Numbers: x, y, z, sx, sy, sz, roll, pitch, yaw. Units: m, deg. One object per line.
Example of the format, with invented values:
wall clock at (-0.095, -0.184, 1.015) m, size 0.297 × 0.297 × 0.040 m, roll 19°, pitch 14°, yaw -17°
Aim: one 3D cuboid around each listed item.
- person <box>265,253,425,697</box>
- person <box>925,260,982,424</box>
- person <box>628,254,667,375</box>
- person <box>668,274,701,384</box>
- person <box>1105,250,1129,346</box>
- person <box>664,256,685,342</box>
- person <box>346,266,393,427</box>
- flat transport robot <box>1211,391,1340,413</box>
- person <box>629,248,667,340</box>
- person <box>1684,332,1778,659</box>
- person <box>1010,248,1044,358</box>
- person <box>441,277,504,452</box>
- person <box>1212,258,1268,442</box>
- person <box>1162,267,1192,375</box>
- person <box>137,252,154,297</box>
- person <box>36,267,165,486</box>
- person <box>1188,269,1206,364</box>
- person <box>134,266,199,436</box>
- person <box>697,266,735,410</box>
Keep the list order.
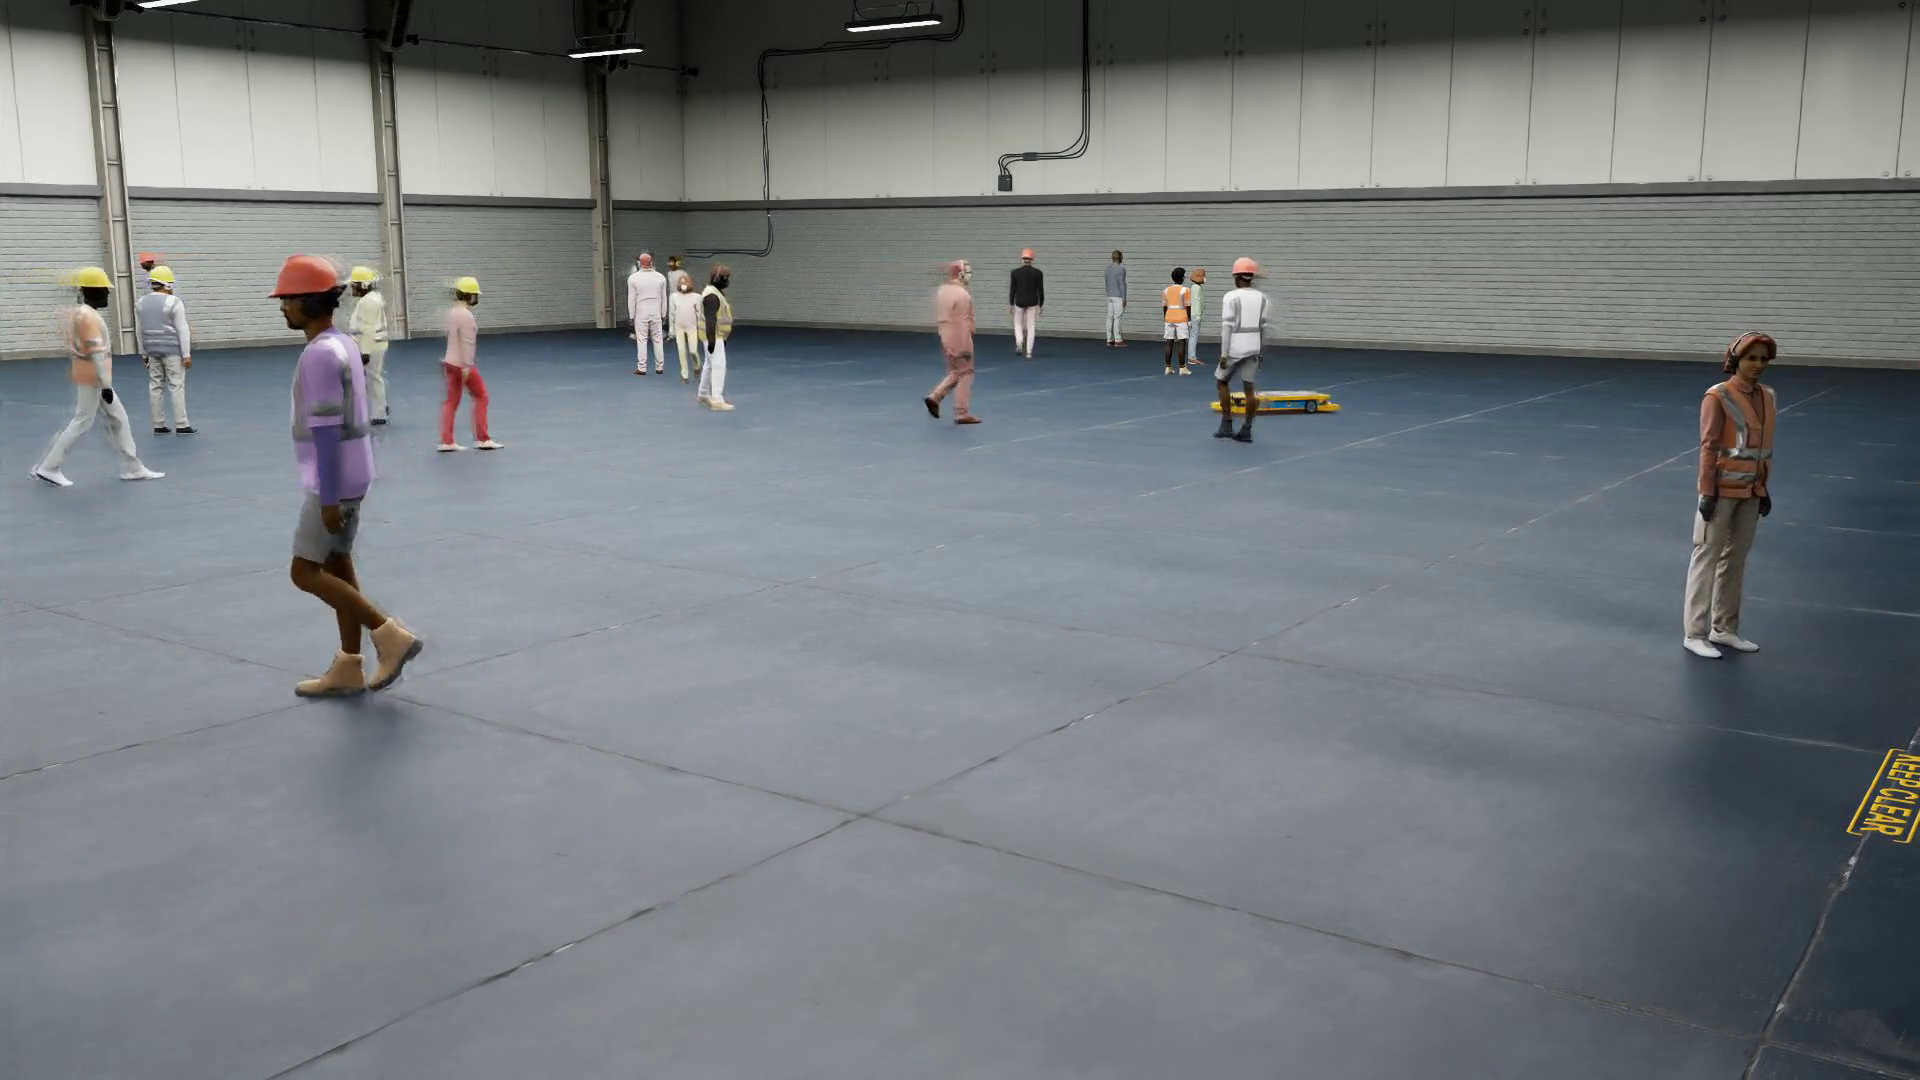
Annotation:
person at (-2.804, -0.266, 7.514) m, size 0.531 × 2.031 × 0.609 m, roll -2°, pitch 10°, yaw -9°
person at (-0.055, -2.265, 19.098) m, size 0.544 × 1.886 × 0.659 m, roll -5°, pitch 11°, yaw -24°
person at (-4.965, -3.572, 26.372) m, size 0.642 × 1.909 × 0.410 m, roll -6°, pitch 12°, yaw -30°
person at (-4.050, -3.107, 24.568) m, size 0.506 × 1.621 × 0.384 m, roll 0°, pitch 10°, yaw 2°
person at (3.166, -4.881, 33.614) m, size 0.372 × 1.940 × 0.631 m, roll -6°, pitch 12°, yaw -29°
person at (-5.940, -5.111, 35.261) m, size 0.558 × 1.831 × 0.920 m, roll 5°, pitch 11°, yaw 28°
person at (-6.674, -2.171, 18.769) m, size 0.417 × 1.818 × 0.592 m, roll -5°, pitch 11°, yaw -25°
flat transport robot at (3.895, -1.709, 20.513) m, size 1.431 × 0.197 × 0.652 m, roll -3°, pitch 10°, yaw -18°
person at (-6.790, -5.330, 35.846) m, size 0.689 × 2.000 × 1.064 m, roll 6°, pitch 12°, yaw 29°
person at (3.903, -0.227, 8.392) m, size 0.516 × 1.636 × 0.314 m, roll -6°, pitch 12°, yaw -29°
person at (1.220, -4.303, 30.269) m, size 0.636 × 1.981 × 0.447 m, roll 0°, pitch 10°, yaw 0°
person at (-4.888, -1.743, 16.604) m, size 0.702 × 1.740 × 0.551 m, roll -8°, pitch 13°, yaw -37°
person at (2.924, -1.995, 17.499) m, size 0.587 × 1.916 × 0.629 m, roll -4°, pitch 11°, yaw -24°
person at (3.429, -3.441, 26.226) m, size 0.533 × 1.697 × 0.319 m, roll 9°, pitch 13°, yaw 40°
person at (-14.834, -4.315, 30.492) m, size 0.564 × 1.917 × 0.410 m, roll 7°, pitch 12°, yaw 33°
person at (-7.511, -1.406, 14.327) m, size 0.980 × 1.885 × 0.603 m, roll -5°, pitch 11°, yaw -28°
person at (4.098, -3.859, 28.746) m, size 0.265 × 1.631 × 0.507 m, roll 0°, pitch 10°, yaw 1°
person at (-8.569, -2.034, 17.963) m, size 0.594 × 1.832 × 0.403 m, roll 2°, pitch 10°, yaw 12°
person at (-3.092, -2.542, 20.967) m, size 0.533 × 1.794 × 0.786 m, roll -1°, pitch 10°, yaw -5°
